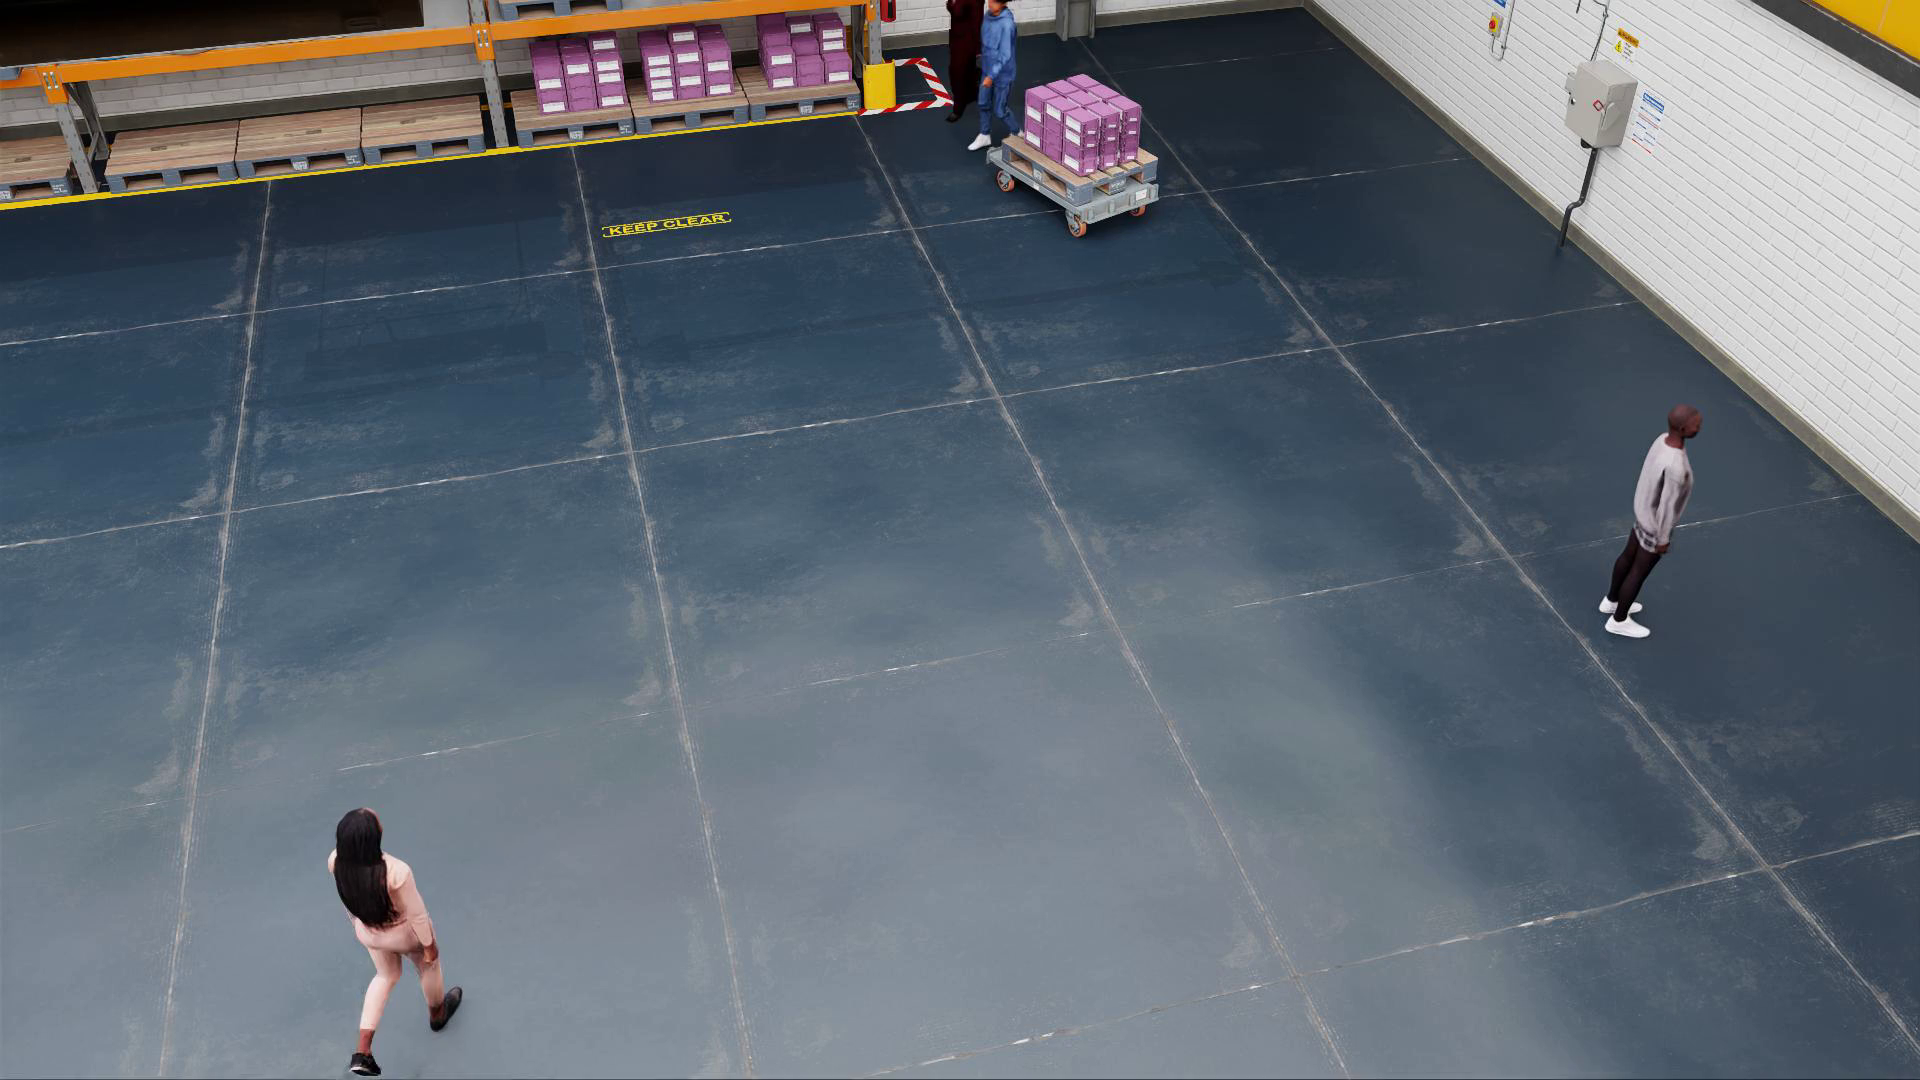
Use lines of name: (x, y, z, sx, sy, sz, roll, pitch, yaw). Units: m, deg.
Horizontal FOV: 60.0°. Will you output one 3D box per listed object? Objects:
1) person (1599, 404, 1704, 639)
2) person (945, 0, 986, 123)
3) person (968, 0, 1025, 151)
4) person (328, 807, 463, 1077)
person: (4.553, -0.144, 10.955, 0.656, 1.772, 0.682, 4, 39, 5)
person: (0.150, -5.187, 17.316, 0.965, 1.713, 0.712, -12, 40, -15)
person: (0.441, -4.723, 16.670, 0.914, 1.793, 0.813, -16, 41, -19)
person: (-2.874, 2.031, 8.287, 1.040, 1.701, 1.010, 12, 40, 14)
